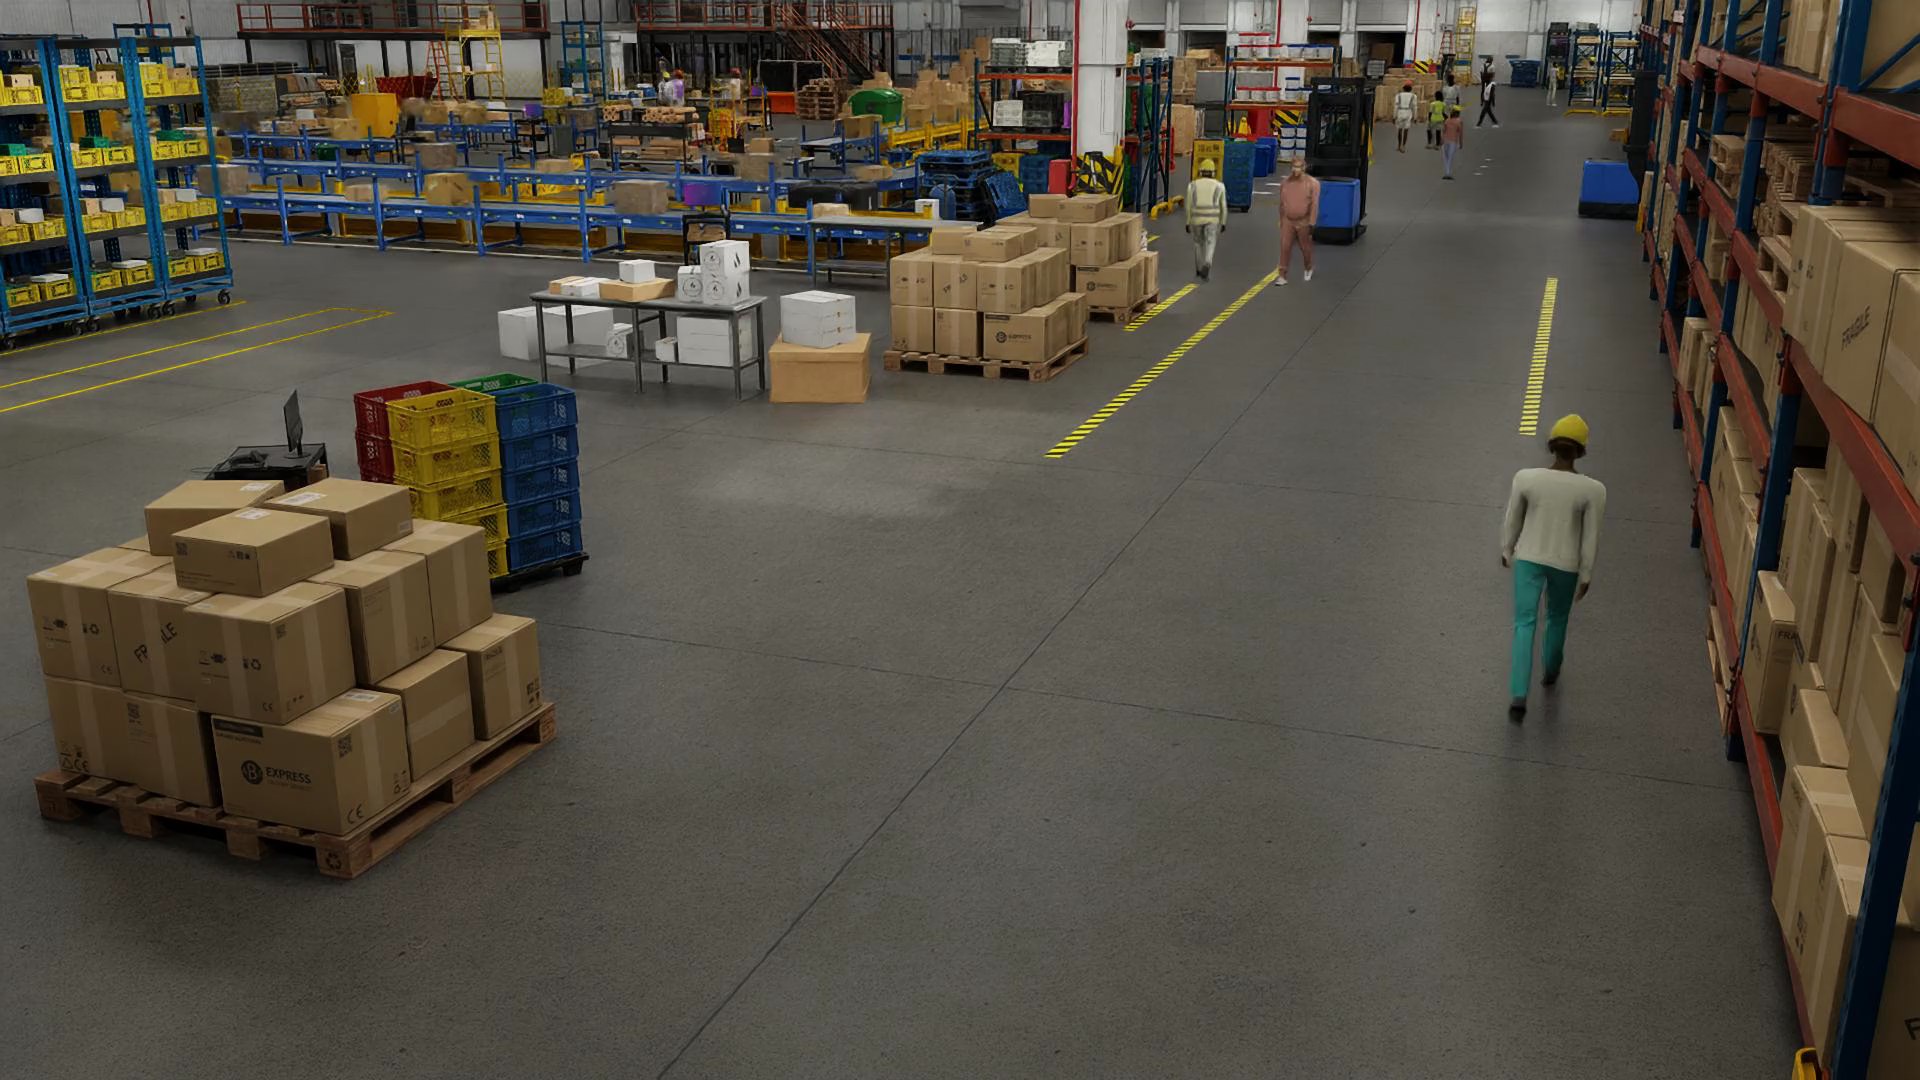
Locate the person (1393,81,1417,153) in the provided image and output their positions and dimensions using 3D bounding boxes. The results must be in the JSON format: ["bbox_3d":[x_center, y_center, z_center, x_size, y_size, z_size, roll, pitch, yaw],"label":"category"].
[{"bbox_3d":[12.833,-12.185,47.876,0.647,1.990,1.011,7,19,20],"label":"person"}]

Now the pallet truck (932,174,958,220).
[{"bbox_3d":[-0.507,-5.292,27.348,0.653,1.274,1.630,6,19,19],"label":"pallet truck"}]

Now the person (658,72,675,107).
[{"bbox_3d":[-10.446,-15.756,59.361,0.590,1.833,0.404,-9,20,-26],"label":"person"}]

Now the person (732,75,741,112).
[{"bbox_3d":[-8.243,-16.408,61.616,0.855,1.711,0.490,7,19,21],"label":"person"}]

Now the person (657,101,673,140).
[{"bbox_3d":[-8.013,-11.093,45.114,0.871,1.583,0.525,-16,24,-42],"label":"person"}]

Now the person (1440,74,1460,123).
[{"bbox_3d":[16.006,-14.223,54.357,0.635,1.948,0.586,8,19,22],"label":"person"}]

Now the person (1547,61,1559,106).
[{"bbox_3d":[25.368,-19.520,71.143,0.334,1.864,0.521,-12,21,-34],"label":"person"}]

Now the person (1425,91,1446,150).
[{"bbox_3d":[13.905,-12.276,48.682,0.550,1.671,0.654,-3,18,-10],"label":"person"}]

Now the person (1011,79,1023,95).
[{"bbox_3d":[2.221,-18.004,66.335,0.925,1.902,0.542,15,23,38],"label":"person"}]

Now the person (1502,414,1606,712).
[{"bbox_3d":[3.411,0.126,9.642,0.536,1.724,0.900,7,19,21],"label":"person"}]

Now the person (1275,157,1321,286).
[{"bbox_3d":[5.041,-4.752,24.731,0.640,1.870,0.931,9,20,27],"label":"person"}]

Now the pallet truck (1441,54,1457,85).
[{"bbox_3d":[22.765,-21.886,78.355,0.823,1.965,1.885,-4,18,-14],"label":"pallet truck"}]

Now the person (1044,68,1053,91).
[{"bbox_3d":[3.944,-20.887,75.408,1.015,1.882,0.569,1,18,2],"label":"person"}]

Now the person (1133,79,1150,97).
[{"bbox_3d":[6.170,-14.876,56.508,0.646,1.892,0.431,7,19,22],"label":"person"}]

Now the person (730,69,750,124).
[{"bbox_3d":[-8.003,-15.872,59.557,1.041,1.940,0.651,11,21,31],"label":"person"}]

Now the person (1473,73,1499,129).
[{"bbox_3d":[18.285,-15.187,57.498,0.988,1.878,0.598,-3,18,-10],"label":"person"}]

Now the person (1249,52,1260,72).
[{"bbox_3d":[15.830,-25.212,89.067,0.530,1.832,0.879,-16,24,-42],"label":"person"}]

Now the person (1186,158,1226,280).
[{"bbox_3d":[3.700,-4.835,25.096,0.602,1.810,0.796,4,18,13],"label":"person"}]

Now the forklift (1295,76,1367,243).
[{"bbox_3d":[6.598,-6.755,29.381,1.129,2.768,1.873,6,19,19],"label":"forklift"}]

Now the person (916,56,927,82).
[{"bbox_3d":[-1.836,-22.397,80.147,0.598,1.885,0.903,5,18,15],"label":"person"}]

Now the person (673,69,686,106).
[{"bbox_3d":[-10.180,-16.013,60.043,0.603,1.914,0.553,8,19,24],"label":"person"}]

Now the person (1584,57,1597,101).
[{"bbox_3d":[28.464,-20.798,75.052,0.385,1.928,0.589,-8,19,-23],"label":"person"}]

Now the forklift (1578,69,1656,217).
[{"bbox_3d":[13.219,-7.740,32.475,1.873,2.768,1.129,6,19,18],"label":"forklift"}]

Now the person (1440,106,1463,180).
[{"bbox_3d":[11.880,-9.614,40.252,0.670,1.727,0.573,-15,23,-39],"label":"person"}]

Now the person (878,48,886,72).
[{"bbox_3d":[-4.490,-27.338,95.732,0.507,1.847,0.343,-11,21,-31],"label":"person"}]

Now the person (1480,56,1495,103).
[{"bbox_3d":[23.180,-20.180,72.926,0.538,2.000,0.689,-13,22,-36],"label":"person"}]
